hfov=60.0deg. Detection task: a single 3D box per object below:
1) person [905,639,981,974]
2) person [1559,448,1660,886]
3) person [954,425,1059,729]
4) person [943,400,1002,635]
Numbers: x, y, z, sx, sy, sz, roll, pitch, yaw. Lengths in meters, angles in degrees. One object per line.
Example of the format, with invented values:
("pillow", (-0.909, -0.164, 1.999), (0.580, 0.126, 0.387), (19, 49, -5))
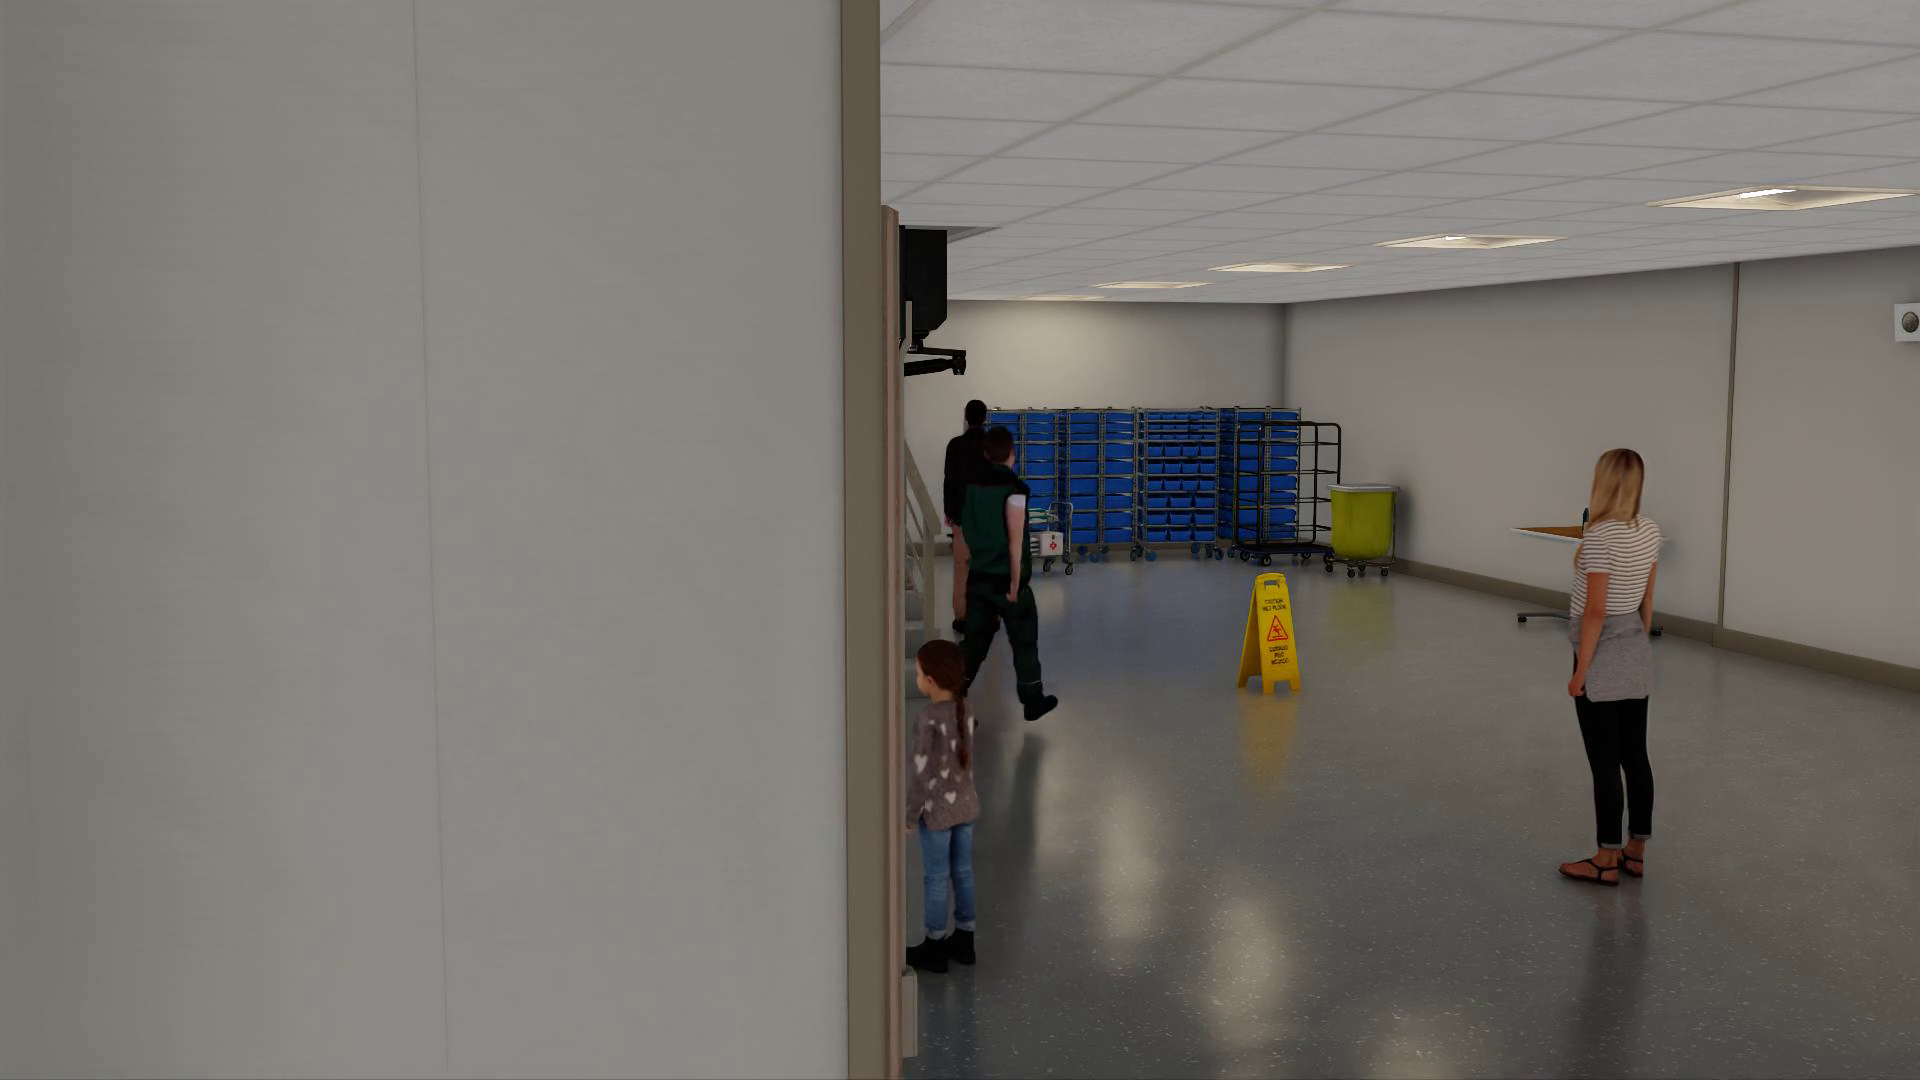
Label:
("person", (-0.044, 0.947, 5.993), (0.601, 1.193, 0.566), (5, 8, 41))
("person", (2.767, 0.527, 7.015), (0.675, 1.825, 0.633), (-4, 7, -33))
("person", (0.153, 0.261, 9.808), (1.202, 1.790, 1.132), (5, 8, 43))
("person", (0.127, -0.200, 13.742), (0.738, 1.925, 0.650), (-1, 6, -6))
